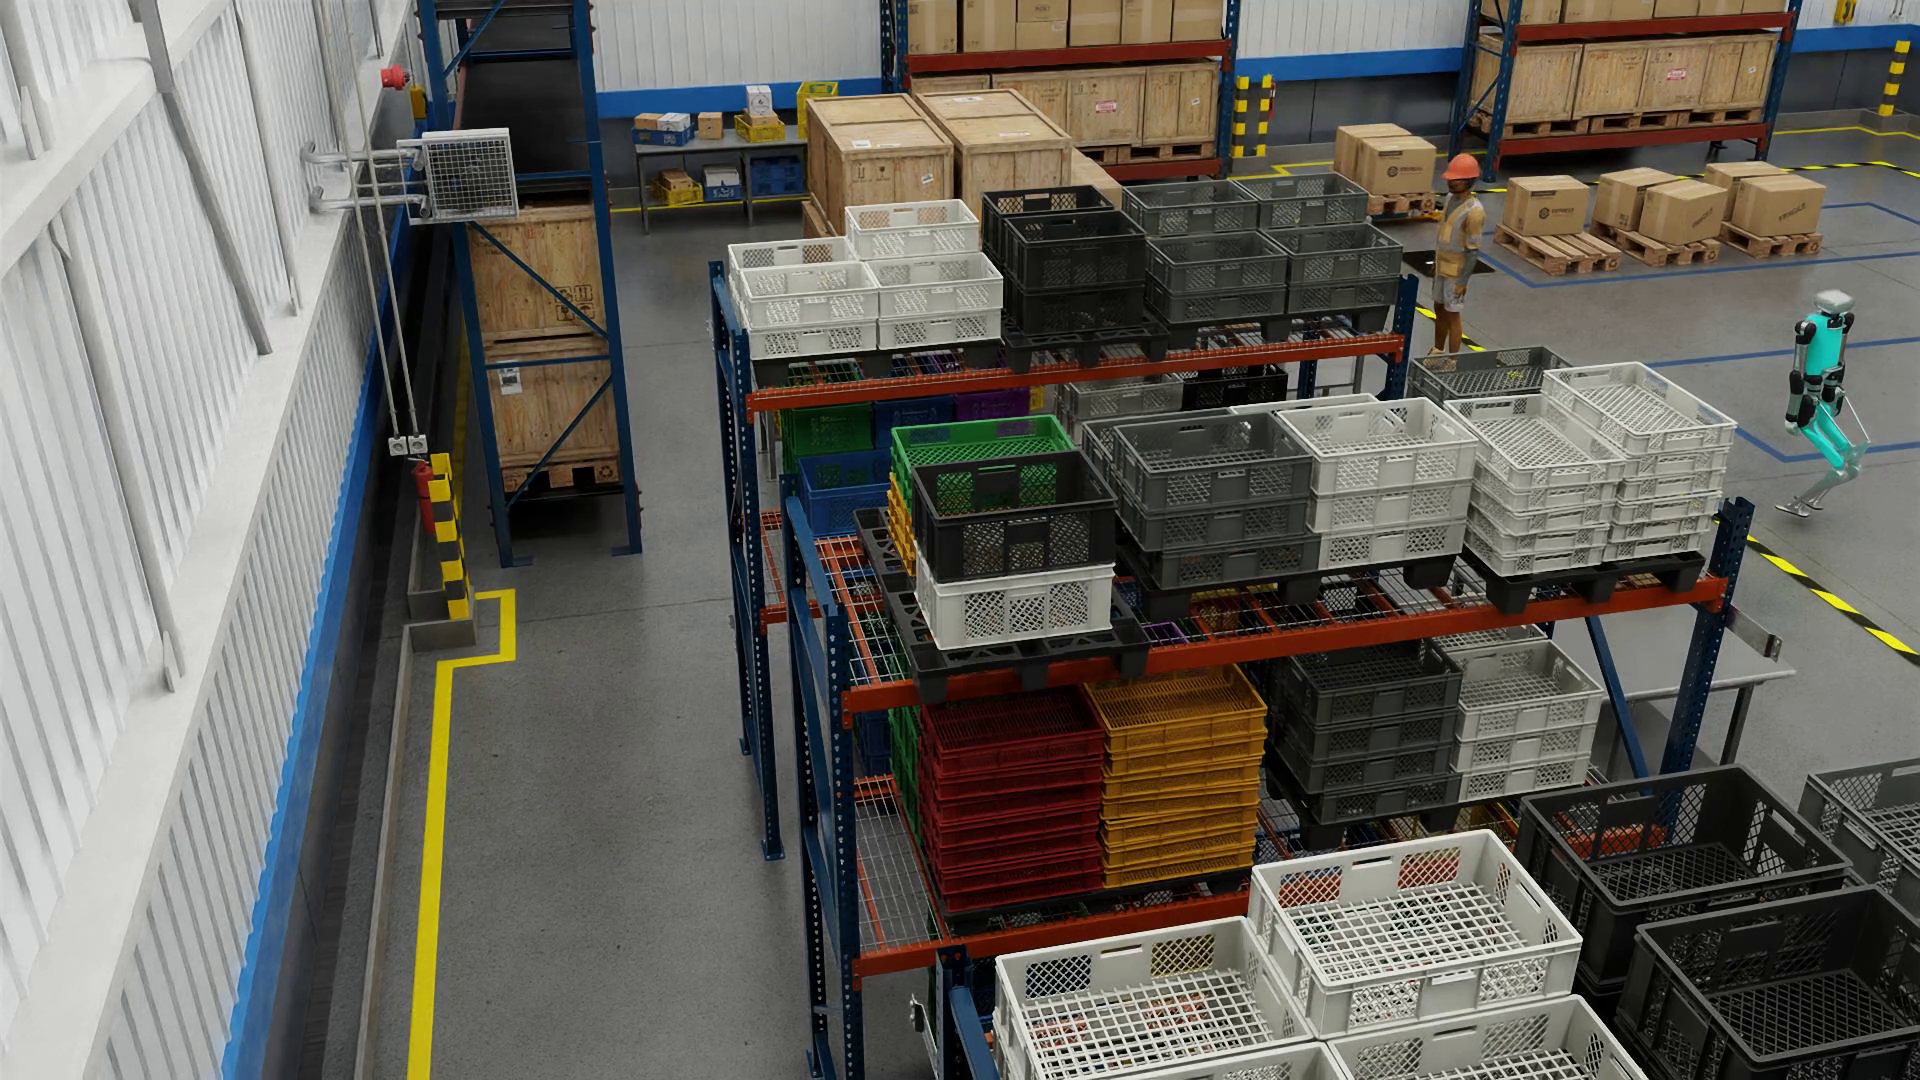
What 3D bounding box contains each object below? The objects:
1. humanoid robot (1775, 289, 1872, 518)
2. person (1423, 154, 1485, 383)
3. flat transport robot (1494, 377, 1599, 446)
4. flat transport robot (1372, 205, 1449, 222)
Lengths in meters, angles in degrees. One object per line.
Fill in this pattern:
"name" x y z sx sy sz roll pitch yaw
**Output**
"humanoid robot" 6.371 -0.937 12.101 0.533 1.681 0.735 -14 31 -25
"person" 4.319 -2.393 14.688 0.375 2.040 0.613 -5 28 -9
"flat transport robot" 4.780 -1.036 14.013 0.659 0.231 1.431 -6 28 -12
"flat transport robot" 4.906 -3.888 19.394 1.431 0.197 0.652 -6 28 -12
